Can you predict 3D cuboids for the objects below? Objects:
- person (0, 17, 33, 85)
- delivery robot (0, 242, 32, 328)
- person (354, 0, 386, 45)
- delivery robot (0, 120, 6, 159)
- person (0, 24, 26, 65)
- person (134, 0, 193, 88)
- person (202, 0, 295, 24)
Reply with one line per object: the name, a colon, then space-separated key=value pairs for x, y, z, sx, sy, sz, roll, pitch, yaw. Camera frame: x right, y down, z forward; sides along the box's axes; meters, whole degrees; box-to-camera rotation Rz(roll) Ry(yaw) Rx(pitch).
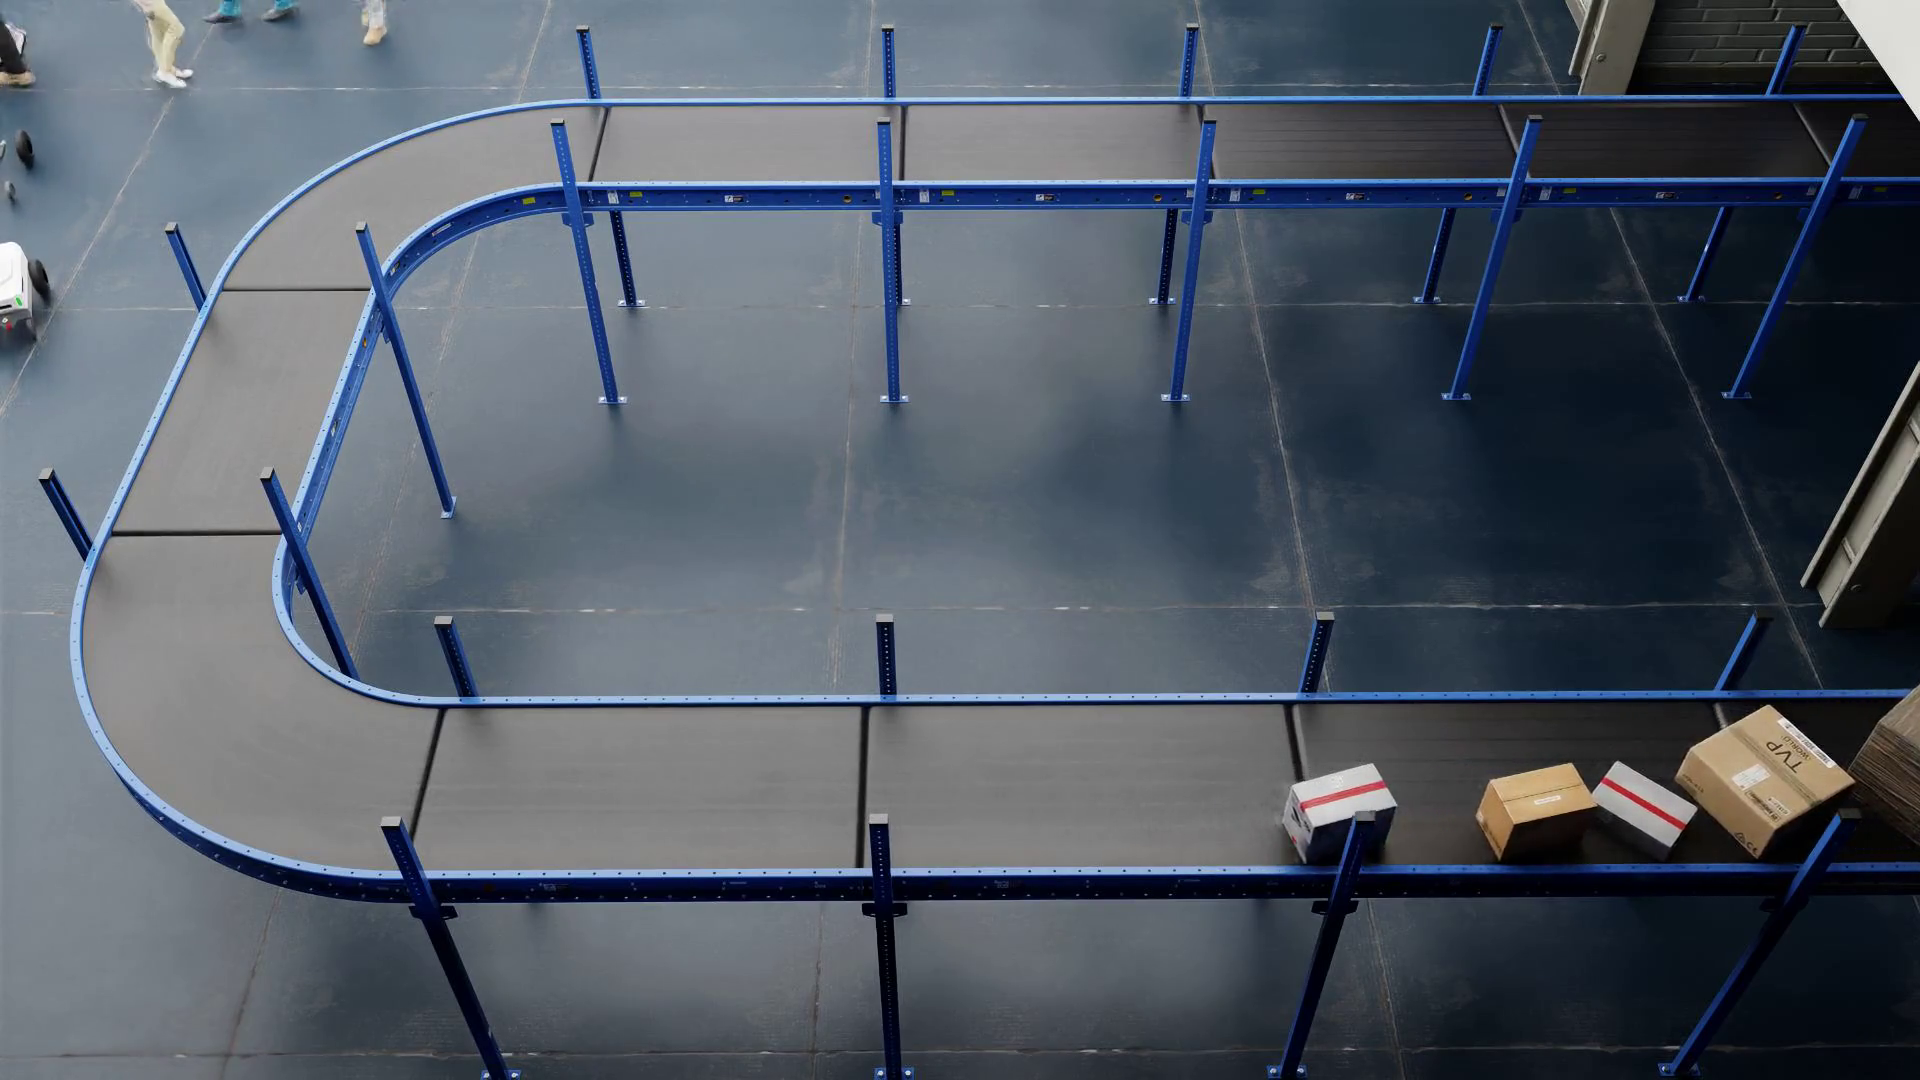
person: x=-8.382 y=-4.688 z=14.288 sx=0.647 sy=2.000 sz=0.705 roll=7 pitch=47 yaw=6
delivery robot: x=-7.044 y=-1.883 z=12.608 sx=0.477 sy=0.478 sz=0.707 roll=-15 pitch=49 yaw=-14
person: x=-5.231 y=-5.156 z=14.844 sx=0.647 sy=1.820 sz=0.431 roll=9 pitch=48 yaw=8
delivery robot: x=-7.819 y=-3.226 z=13.687 sx=0.335 sy=0.223 sz=0.698 roll=-11 pitch=48 yaw=-10
person: x=-8.516 y=-4.842 z=14.509 sx=0.690 sy=1.882 sz=0.418 roll=25 pitch=52 yaw=22
person: x=-6.803 y=-4.595 z=14.457 sx=0.392 sy=1.618 sz=0.510 roll=-19 pitch=50 yaw=-17
person: x=-6.459 y=-5.323 z=15.006 sx=0.879 sy=1.804 sz=0.596 roll=-25 pitch=52 yaw=-22
